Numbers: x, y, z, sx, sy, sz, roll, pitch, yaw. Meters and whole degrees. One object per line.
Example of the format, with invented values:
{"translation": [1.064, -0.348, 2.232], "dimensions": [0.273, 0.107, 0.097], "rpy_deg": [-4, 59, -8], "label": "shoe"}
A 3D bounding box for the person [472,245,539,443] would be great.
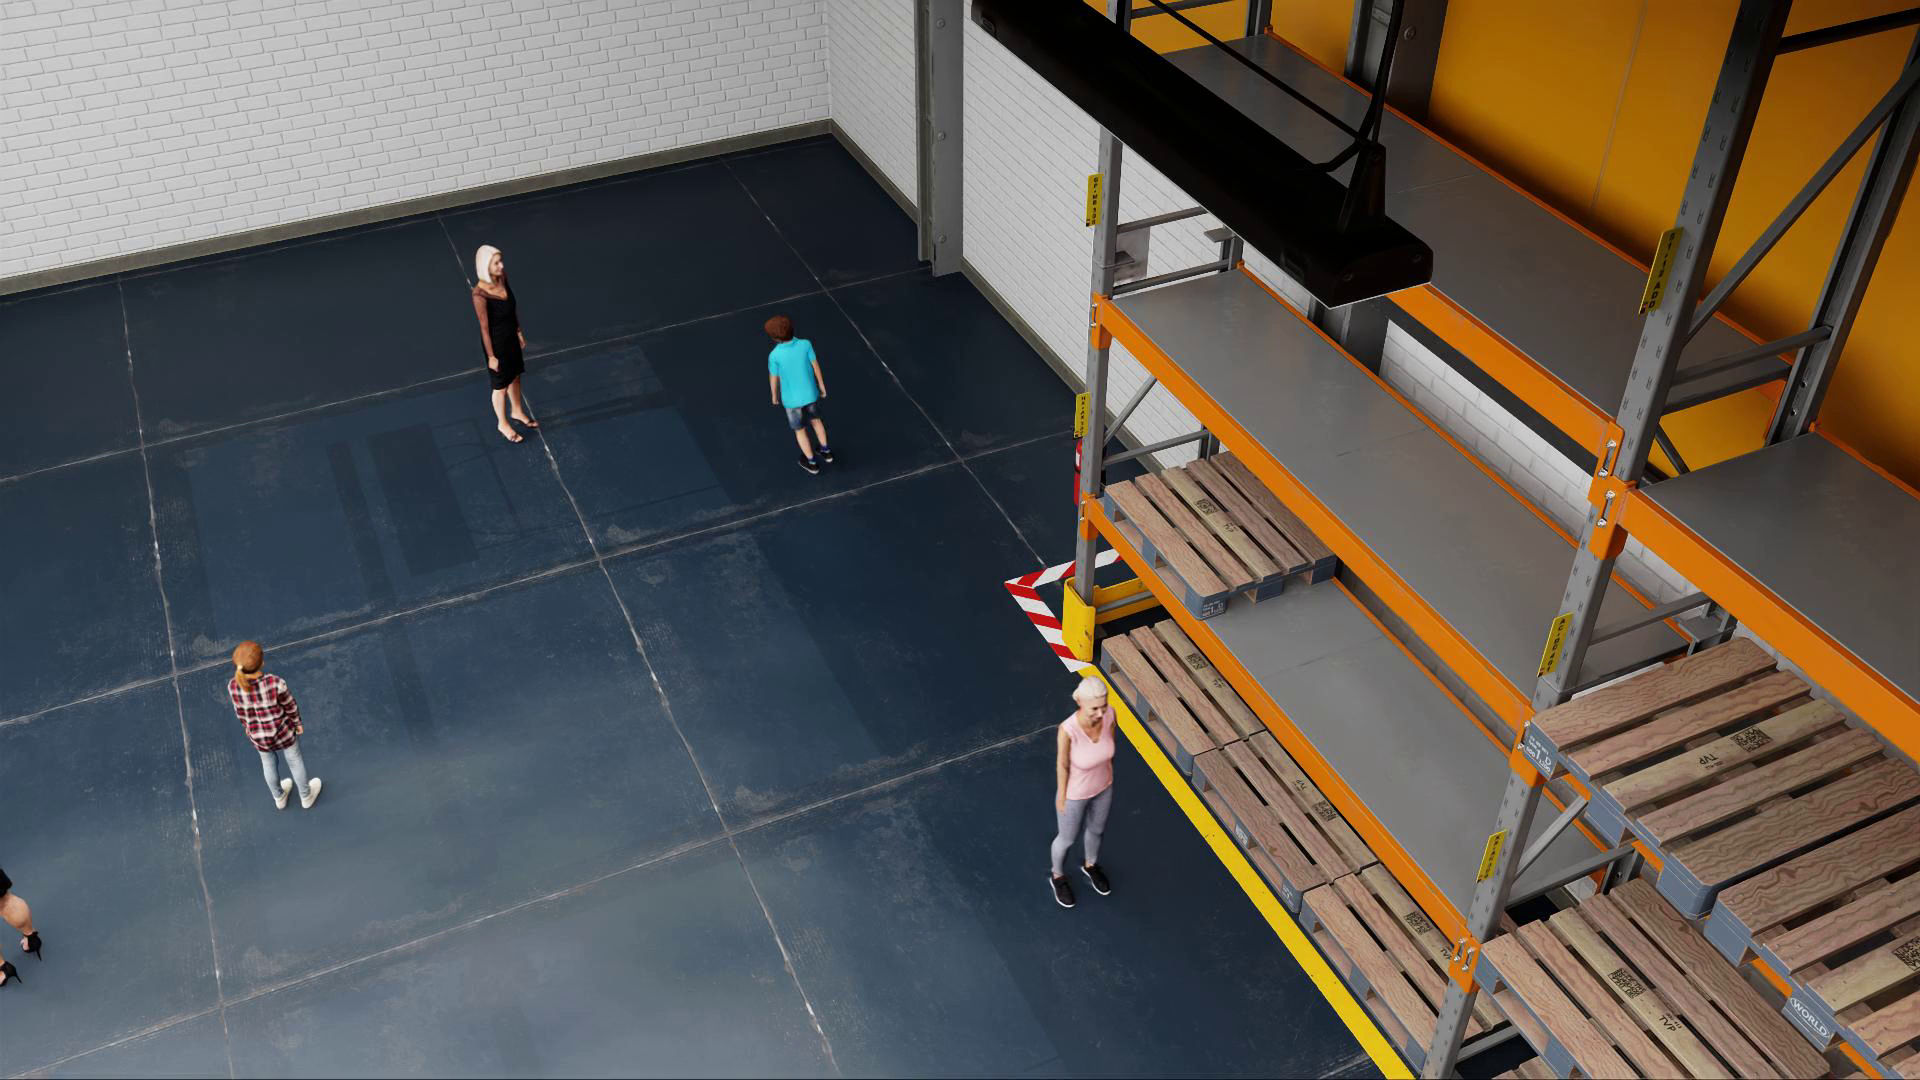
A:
{"translation": [-3.653, -1.570, 13.234], "dimensions": [0.715, 1.743, 0.656], "rpy_deg": [13, 40, 16], "label": "person"}

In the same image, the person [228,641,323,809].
{"translation": [-4.228, 1.143, 10.187], "dimensions": [0.583, 1.305, 0.594], "rpy_deg": [-3, 39, -4], "label": "person"}

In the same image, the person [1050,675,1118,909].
{"translation": [0.714, 1.404, 9.526], "dimensions": [0.544, 1.724, 0.527], "rpy_deg": [-20, 43, -23], "label": "person"}

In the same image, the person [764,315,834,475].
{"translation": [-1.221, -1.132, 12.944], "dimensions": [0.618, 1.420, 0.526], "rpy_deg": [-11, 40, -13], "label": "person"}
